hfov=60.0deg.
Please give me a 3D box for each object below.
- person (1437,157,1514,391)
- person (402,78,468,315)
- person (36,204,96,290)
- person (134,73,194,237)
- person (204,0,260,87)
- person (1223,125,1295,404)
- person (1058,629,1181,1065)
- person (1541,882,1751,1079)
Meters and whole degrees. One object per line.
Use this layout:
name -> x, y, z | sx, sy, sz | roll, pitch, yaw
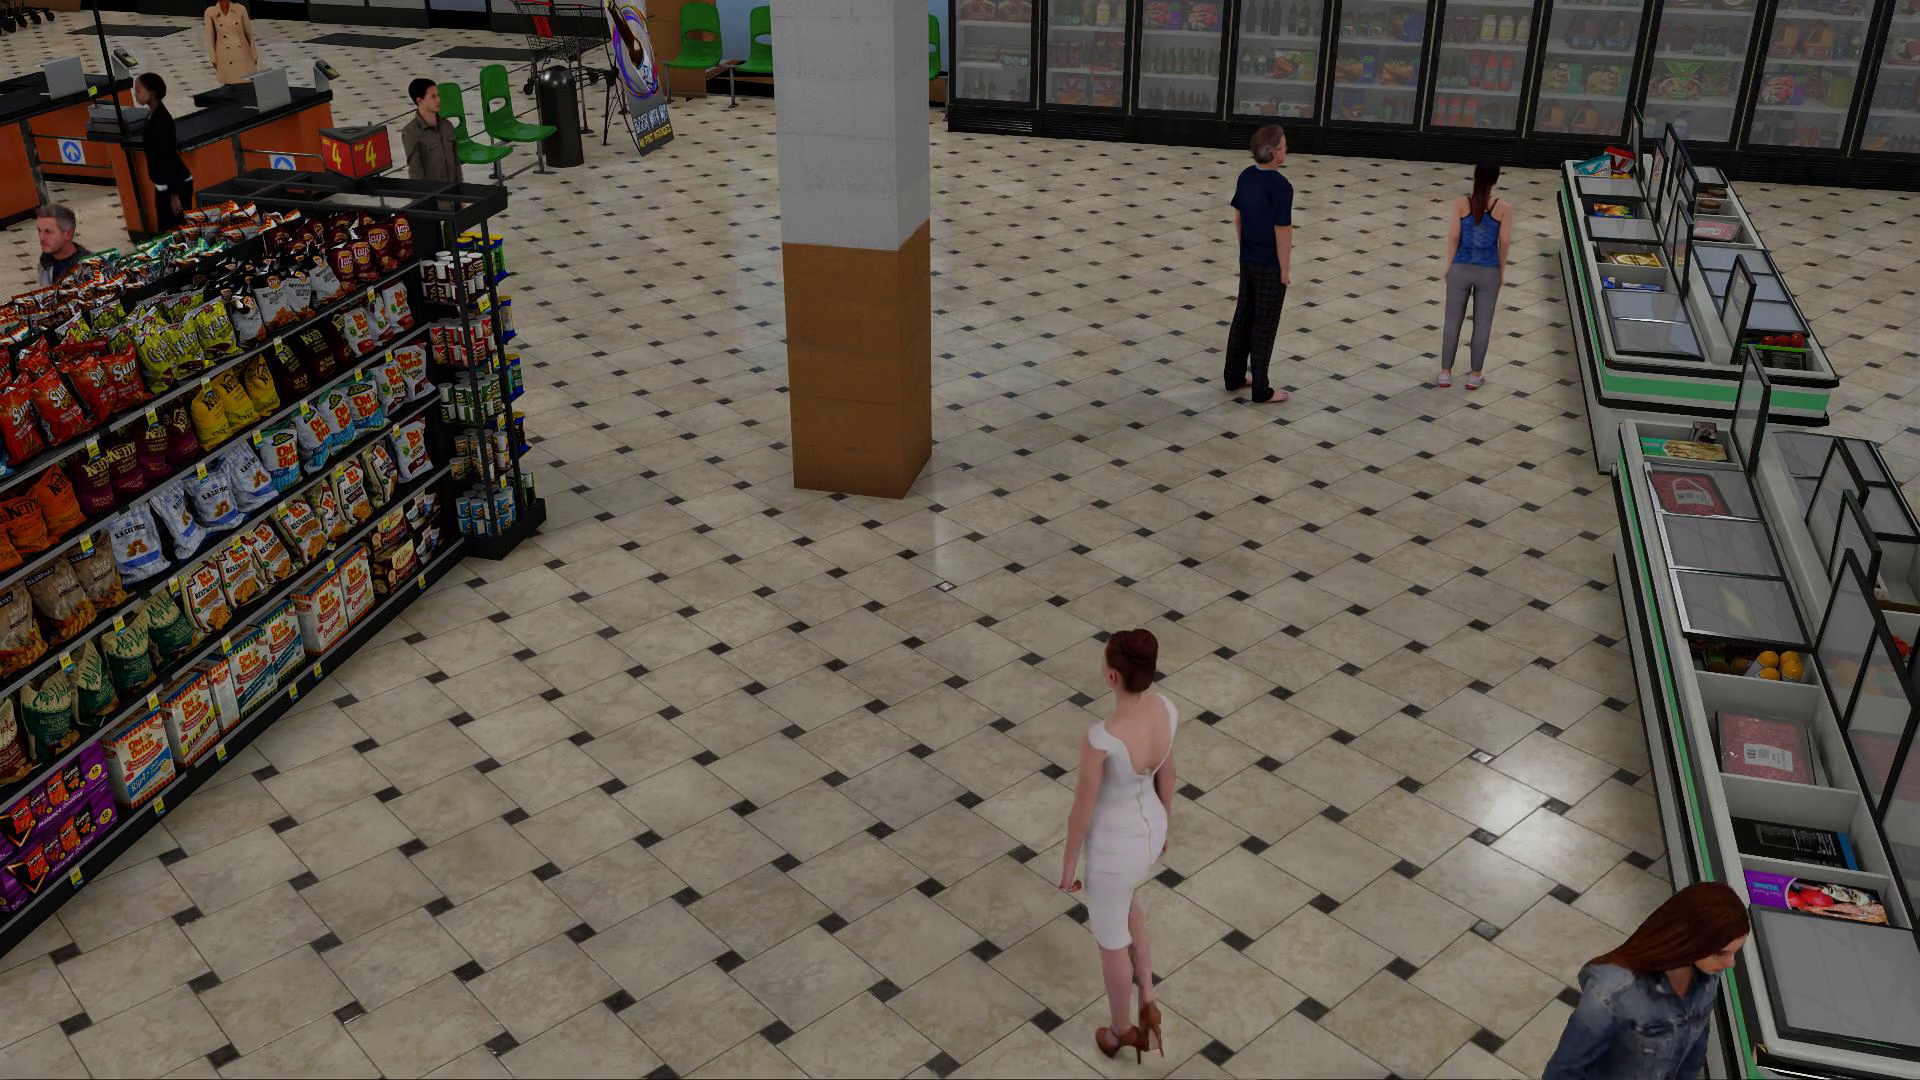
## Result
person -> 3.529, -1.826, 11.417 | 0.581, 1.610, 0.561 | 10, 29, 19
person -> -3.961, -2.543, 12.553 | 0.796, 1.862, 0.582 | 12, 29, 22
person -> -4.993, -1.097, 9.759 | 0.733, 1.809, 0.677 | 10, 29, 19
person -> -5.981, -2.681, 12.874 | 1.066, 1.817, 0.923 | -21, 34, -36
person -> -7.859, -5.217, 18.025 | 0.722, 1.681, 0.744 | -10, 29, -20
person -> 2.031, -1.855, 11.185 | 0.783, 1.872, 0.726 | -15, 31, -27
person -> 0.603, 1.086, 5.480 | 0.749, 1.785, 0.808 | -20, 33, -34
person -> 1.743, 1.556, 4.703 | 1.049, 1.651, 1.119 | -12, 29, -22
